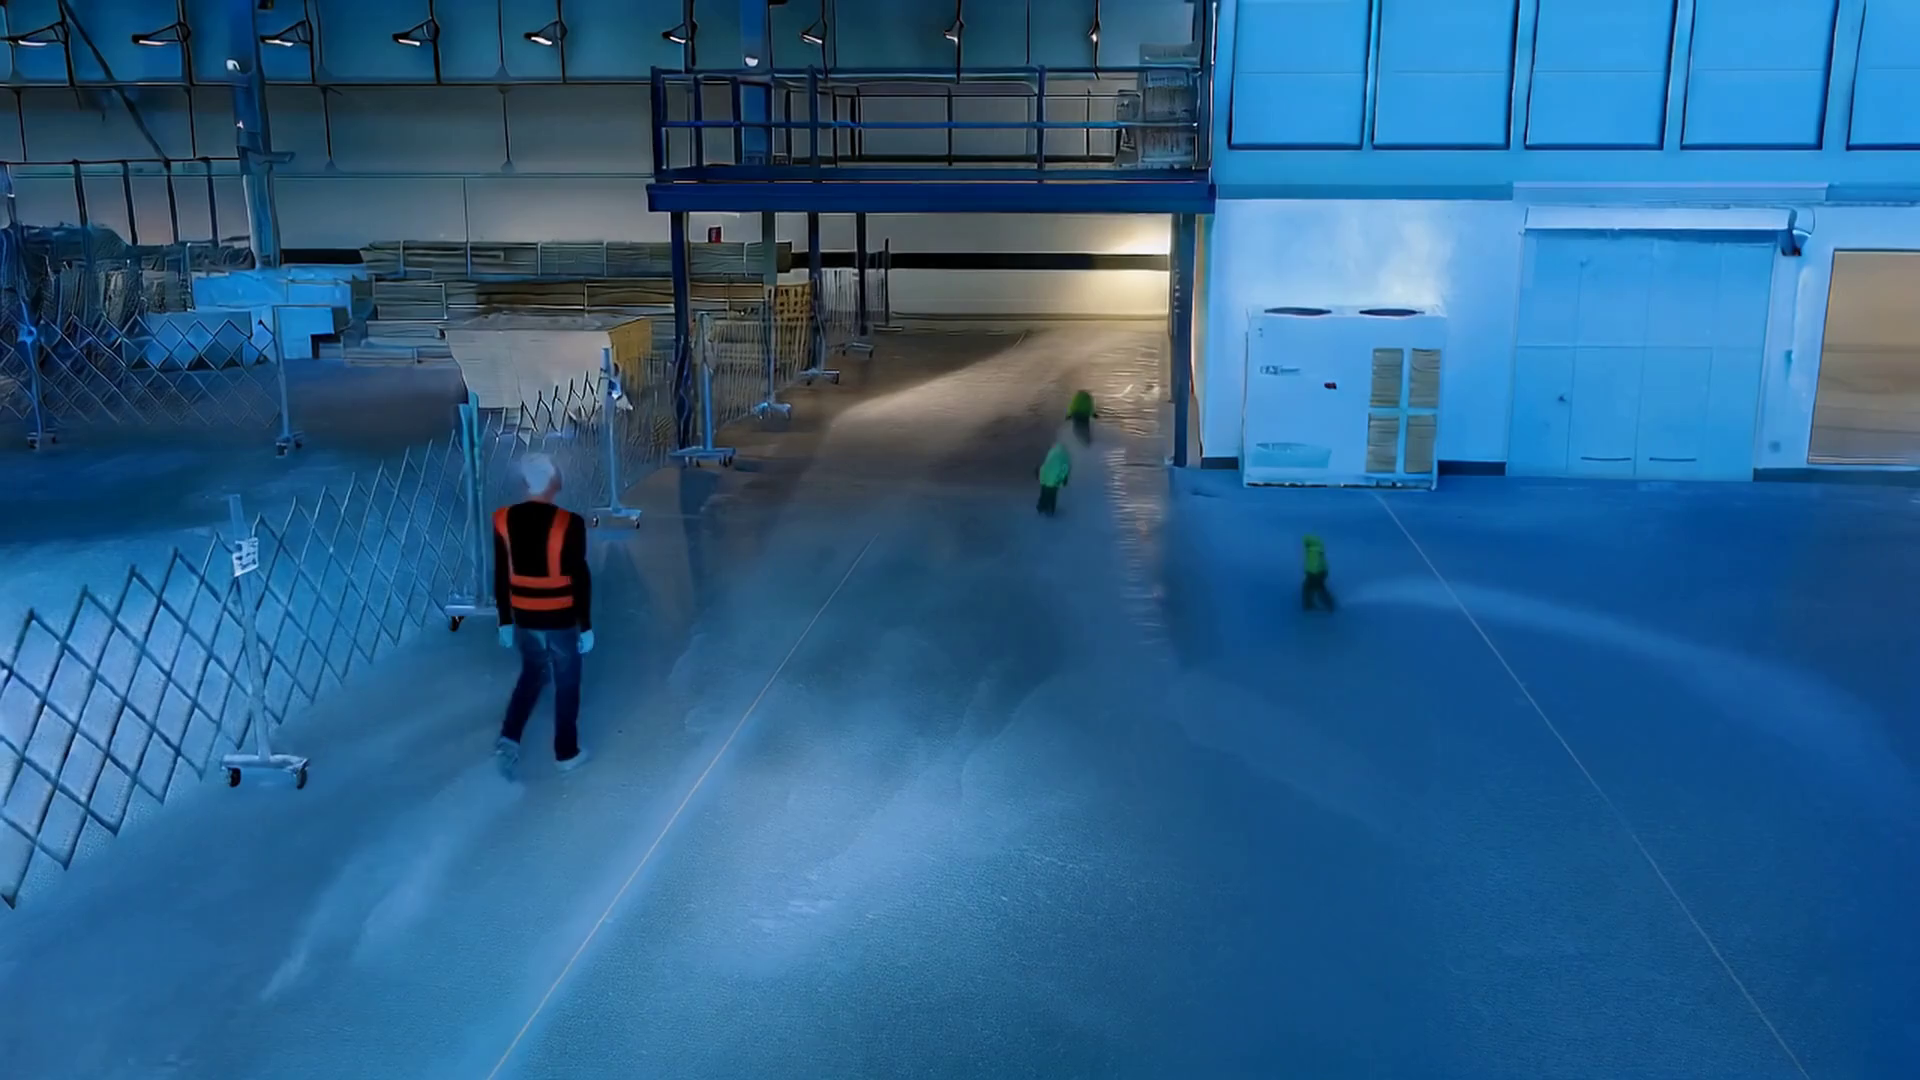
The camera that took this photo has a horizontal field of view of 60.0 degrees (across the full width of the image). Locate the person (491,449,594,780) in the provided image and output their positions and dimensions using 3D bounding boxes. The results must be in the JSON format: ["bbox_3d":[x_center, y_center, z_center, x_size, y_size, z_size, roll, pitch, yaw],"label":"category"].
[{"bbox_3d":[-2.304,0.444,9.085,0.575,1.869,0.631,5,14,18],"label":"person"}]
